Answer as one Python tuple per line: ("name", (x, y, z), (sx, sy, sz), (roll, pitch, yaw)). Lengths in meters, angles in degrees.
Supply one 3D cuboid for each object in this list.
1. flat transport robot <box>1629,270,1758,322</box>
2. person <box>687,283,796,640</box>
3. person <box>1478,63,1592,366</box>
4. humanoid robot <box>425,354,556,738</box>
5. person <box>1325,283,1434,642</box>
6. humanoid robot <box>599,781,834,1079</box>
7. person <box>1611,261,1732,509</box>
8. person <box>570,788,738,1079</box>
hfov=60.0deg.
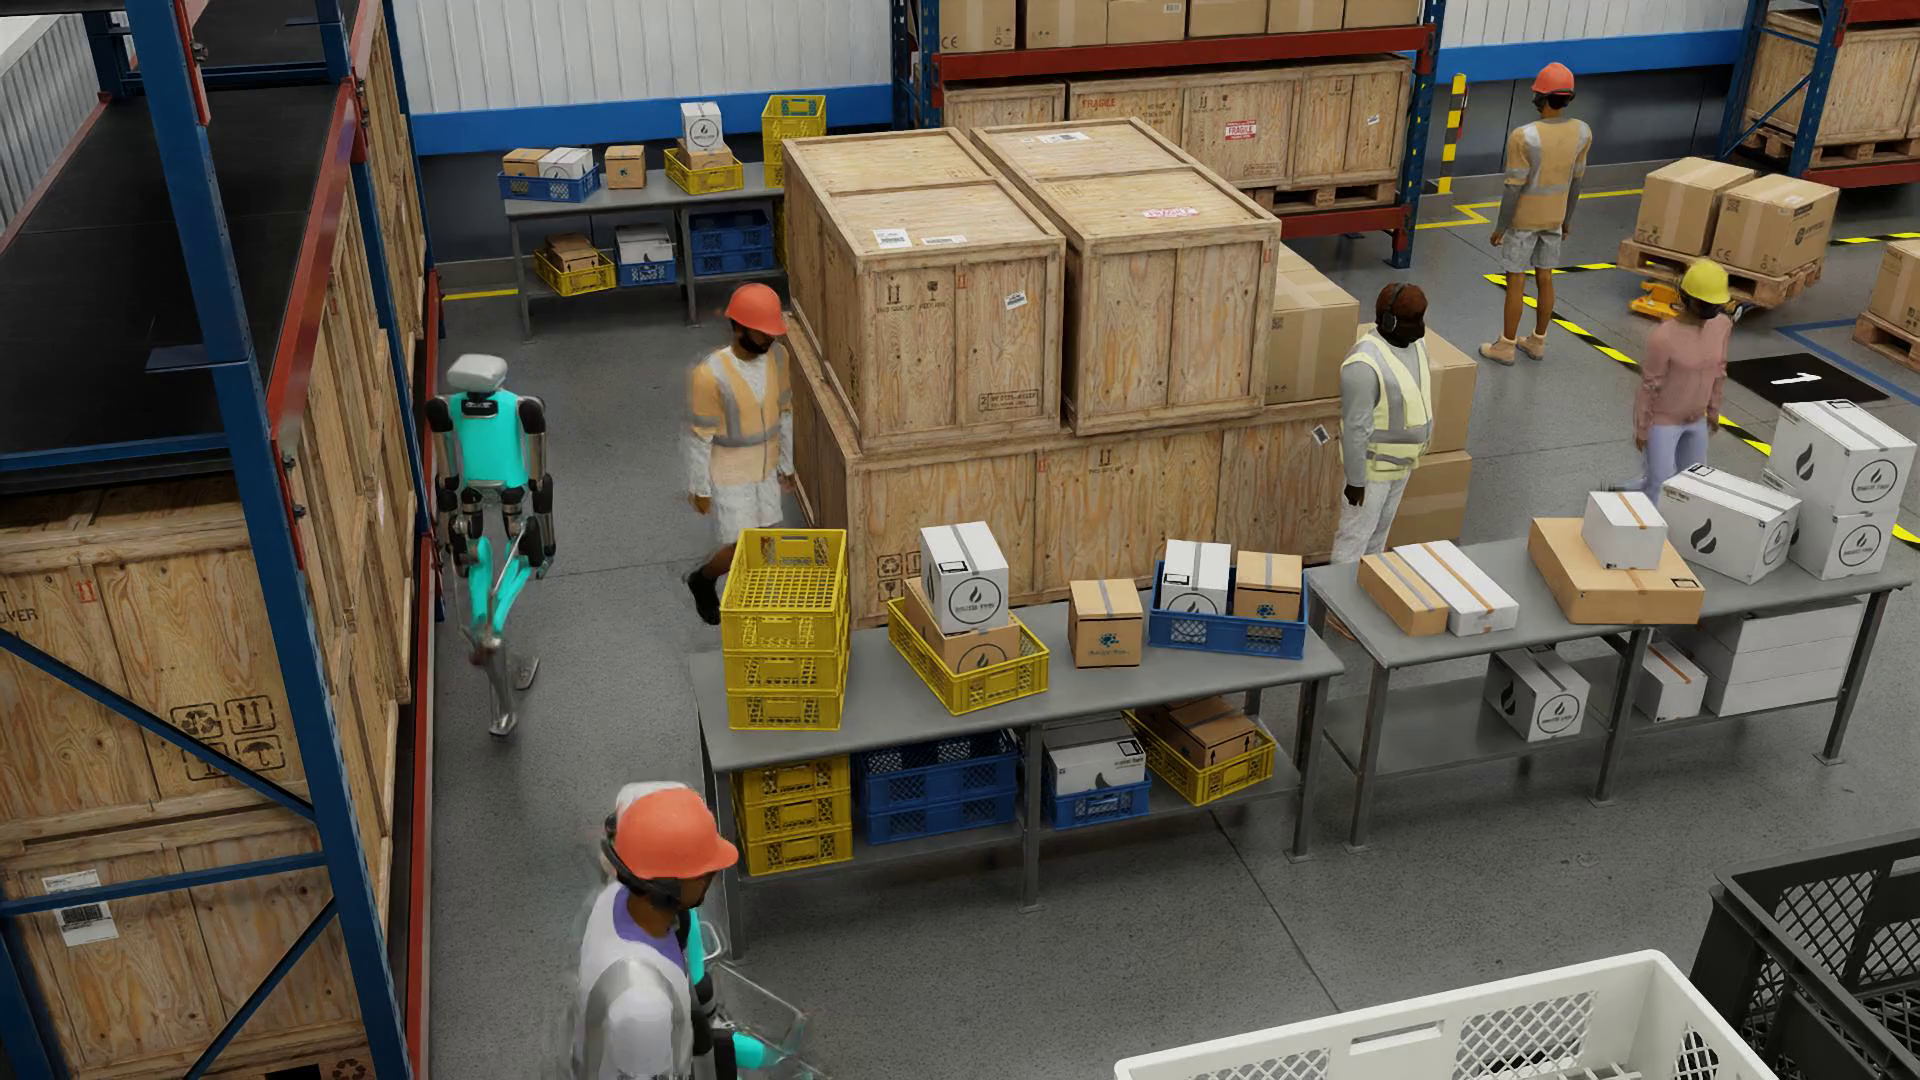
("flat transport robot", (5.716, -1.918, 12.569), (1.431, 0.197, 0.652), (-25, 37, -37))
("person", (-1.049, -0.353, 8.050), (0.534, 1.912, 0.550), (22, 36, 34))
("person", (3.866, -2.179, 11.236), (0.607, 2.043, 0.395), (-9, 30, -15))
("humanoid robot", (-2.119, 0.129, 7.416), (0.532, 1.768, 0.997), (2, 29, 3))
("person", (2.077, -0.389, 8.191), (0.429, 1.842, 0.632), (21, 35, 33))
("humanoid robot", (-0.658, 1.427, 4.964), (0.668, 1.763, 0.540), (-12, 31, -20))
("person", (3.742, -0.655, 8.757), (0.537, 1.749, 0.567), (-12, 31, -21))
("person", (-0.986, 1.541, 4.559), (0.959, 1.983, 0.626), (-3, 29, -5))
